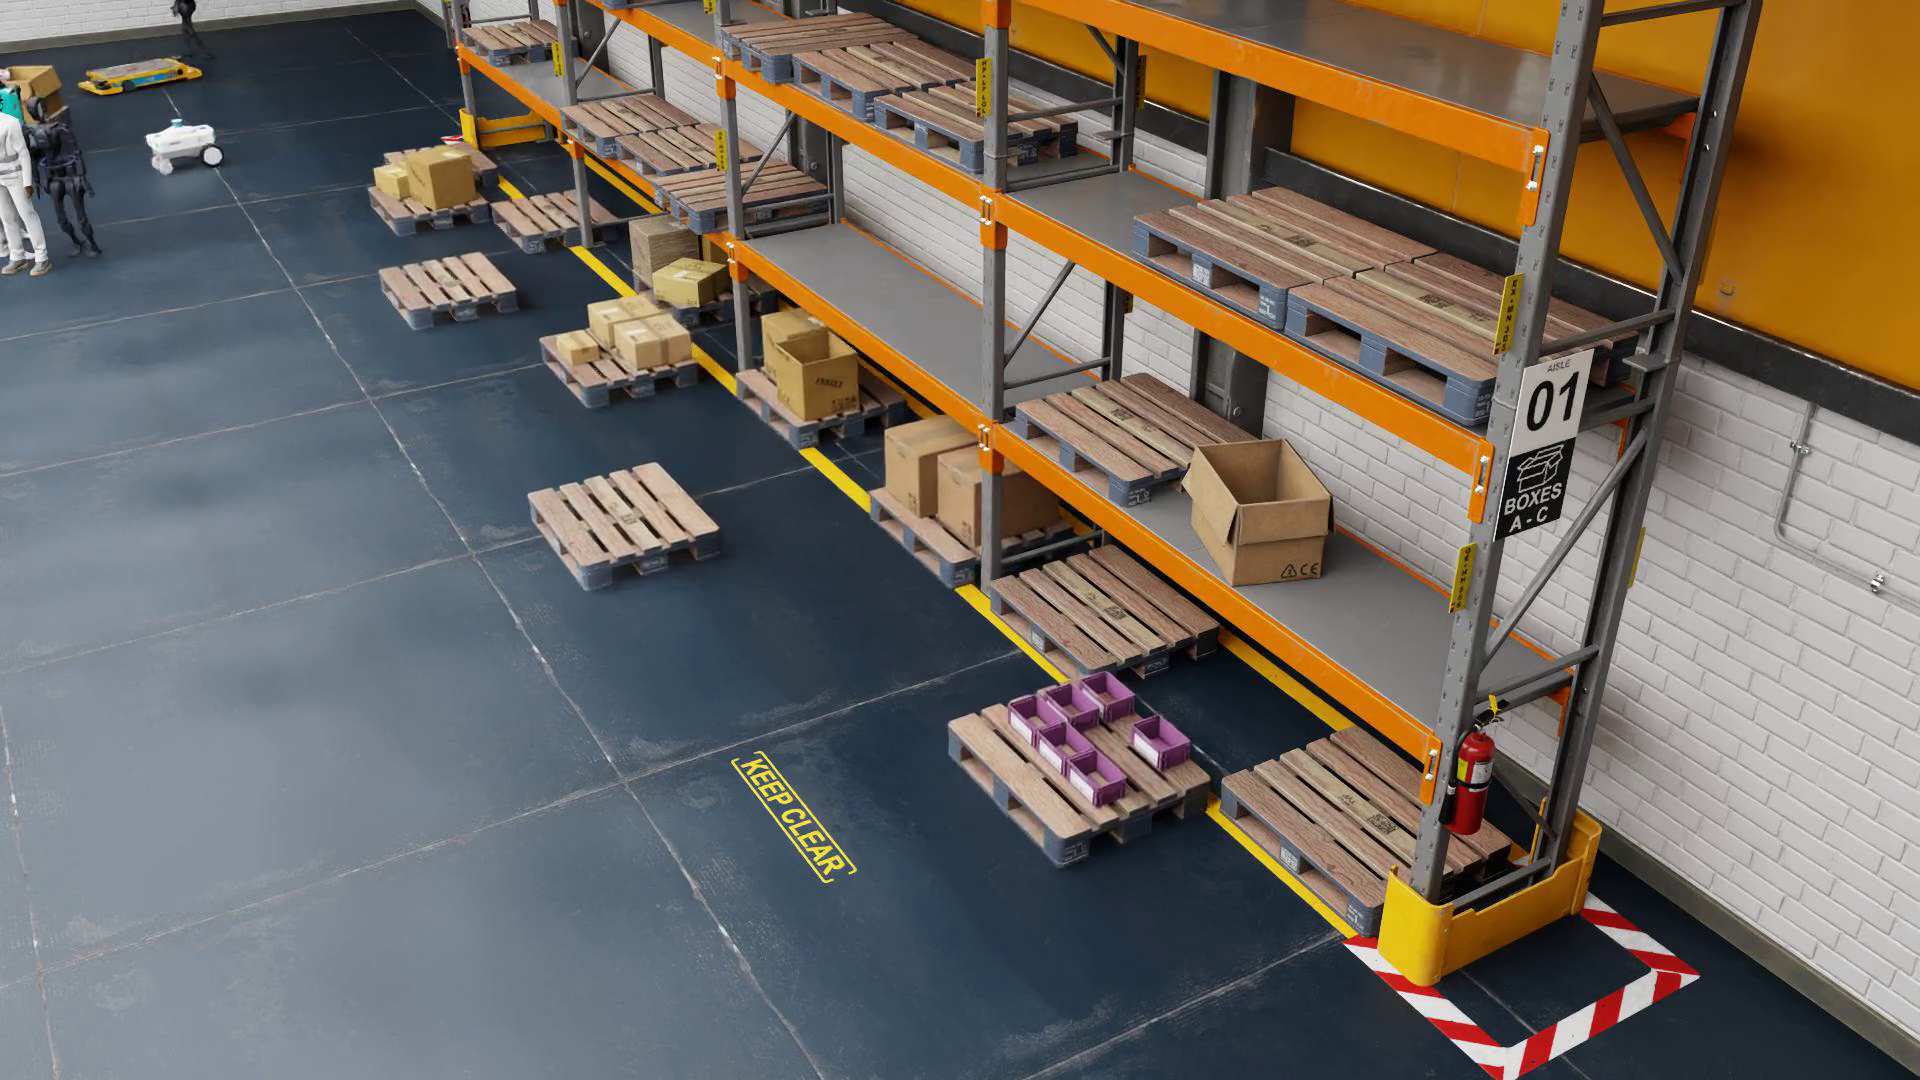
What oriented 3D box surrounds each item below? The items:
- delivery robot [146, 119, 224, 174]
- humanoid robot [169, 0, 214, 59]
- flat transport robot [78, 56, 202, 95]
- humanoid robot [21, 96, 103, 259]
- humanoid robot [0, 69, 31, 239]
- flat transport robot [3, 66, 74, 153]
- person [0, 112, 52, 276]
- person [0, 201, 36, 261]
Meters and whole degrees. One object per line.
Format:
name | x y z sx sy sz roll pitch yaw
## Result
delivery robot | -9.099 -4.639 19.542 0.781 0.605 0.499 -23 37 -34
humanoid robot | -11.203 -7.746 23.918 0.658 1.640 0.614 -3 30 -5
flat transport robot | -11.310 -6.402 22.934 0.659 0.231 1.431 23 37 35
humanoid robot | -8.954 -3.631 16.638 0.592 1.655 0.426 -1 30 -1
humanoid robot | -9.851 -3.883 17.028 0.725 1.814 0.537 -1 30 -1
flat transport robot | -11.447 -4.753 20.022 0.659 0.231 1.431 -2 30 -4
person | -9.287 -3.504 16.181 0.572 1.883 0.354 5 30 9
person | -9.614 -3.589 16.512 0.478 1.702 0.381 12 32 20
